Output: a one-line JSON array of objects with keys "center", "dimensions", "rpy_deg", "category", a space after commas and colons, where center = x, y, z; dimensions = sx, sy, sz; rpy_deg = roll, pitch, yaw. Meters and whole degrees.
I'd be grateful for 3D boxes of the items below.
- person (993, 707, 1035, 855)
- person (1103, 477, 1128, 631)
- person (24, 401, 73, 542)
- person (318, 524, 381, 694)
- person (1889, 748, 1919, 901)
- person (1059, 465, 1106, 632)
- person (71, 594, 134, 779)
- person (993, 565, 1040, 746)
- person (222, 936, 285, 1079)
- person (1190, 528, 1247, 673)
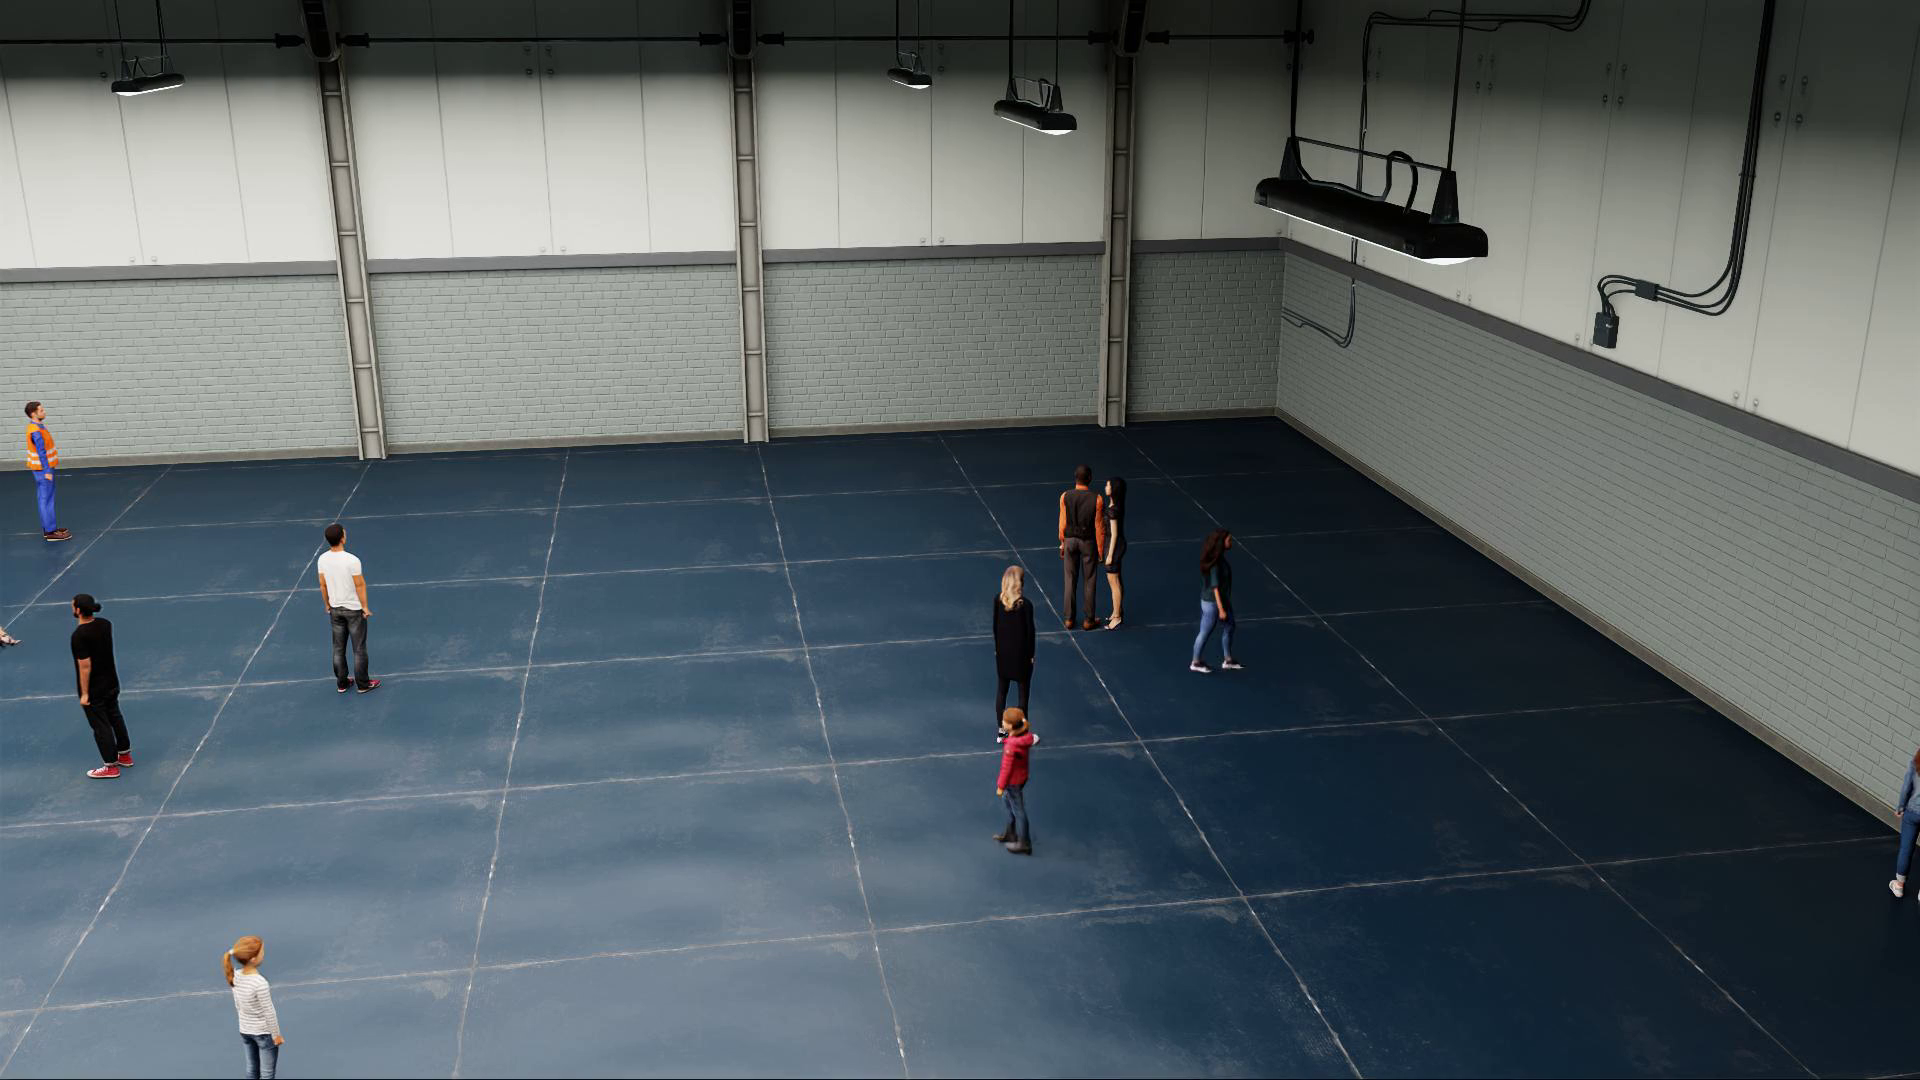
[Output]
[{"center": [0.532, 2.019, 13.886], "dimensions": [0.722, 1.307, 0.663], "rpy_deg": [7, 19, 19], "category": "person"}, {"center": [1.755, 0.139, 18.879], "dimensions": [0.622, 1.791, 0.651], "rpy_deg": [4, 18, 11], "category": "person"}, {"center": [-12.148, -0.929, 22.041], "dimensions": [0.747, 1.863, 0.775], "rpy_deg": [-11, 21, -30], "category": "person"}, {"center": [-6.334, 0.698, 17.139], "dimensions": [0.604, 1.804, 0.764], "rpy_deg": [3, 18, 10], "category": "person"}, {"center": [7.661, 2.158, 13.188], "dimensions": [0.620, 1.476, 0.708], "rpy_deg": [9, 20, 26], "category": "person"}, {"center": [1.372, 0.076, 18.884], "dimensions": [0.724, 1.907, 0.855], "rpy_deg": [5, 19, 16], "category": "person"}, {"center": [-7.923, 1.325, 15.292], "dimensions": [0.642, 1.758, 0.689], "rpy_deg": [2, 18, 5], "category": "person"}, {"center": [0.509, 1.105, 15.896], "dimensions": [0.670, 1.801, 0.723], "rpy_deg": [13, 22, 35], "category": "person"}, {"center": [-4.450, 3.110, 10.525], "dimensions": [0.556, 1.315, 0.623], "rpy_deg": [10, 20, 28], "category": "person"}, {"center": [2.610, 0.656, 17.607], "dimensions": [0.919, 1.594, 0.801], "rpy_deg": [6, 19, 19], "category": "person"}]
